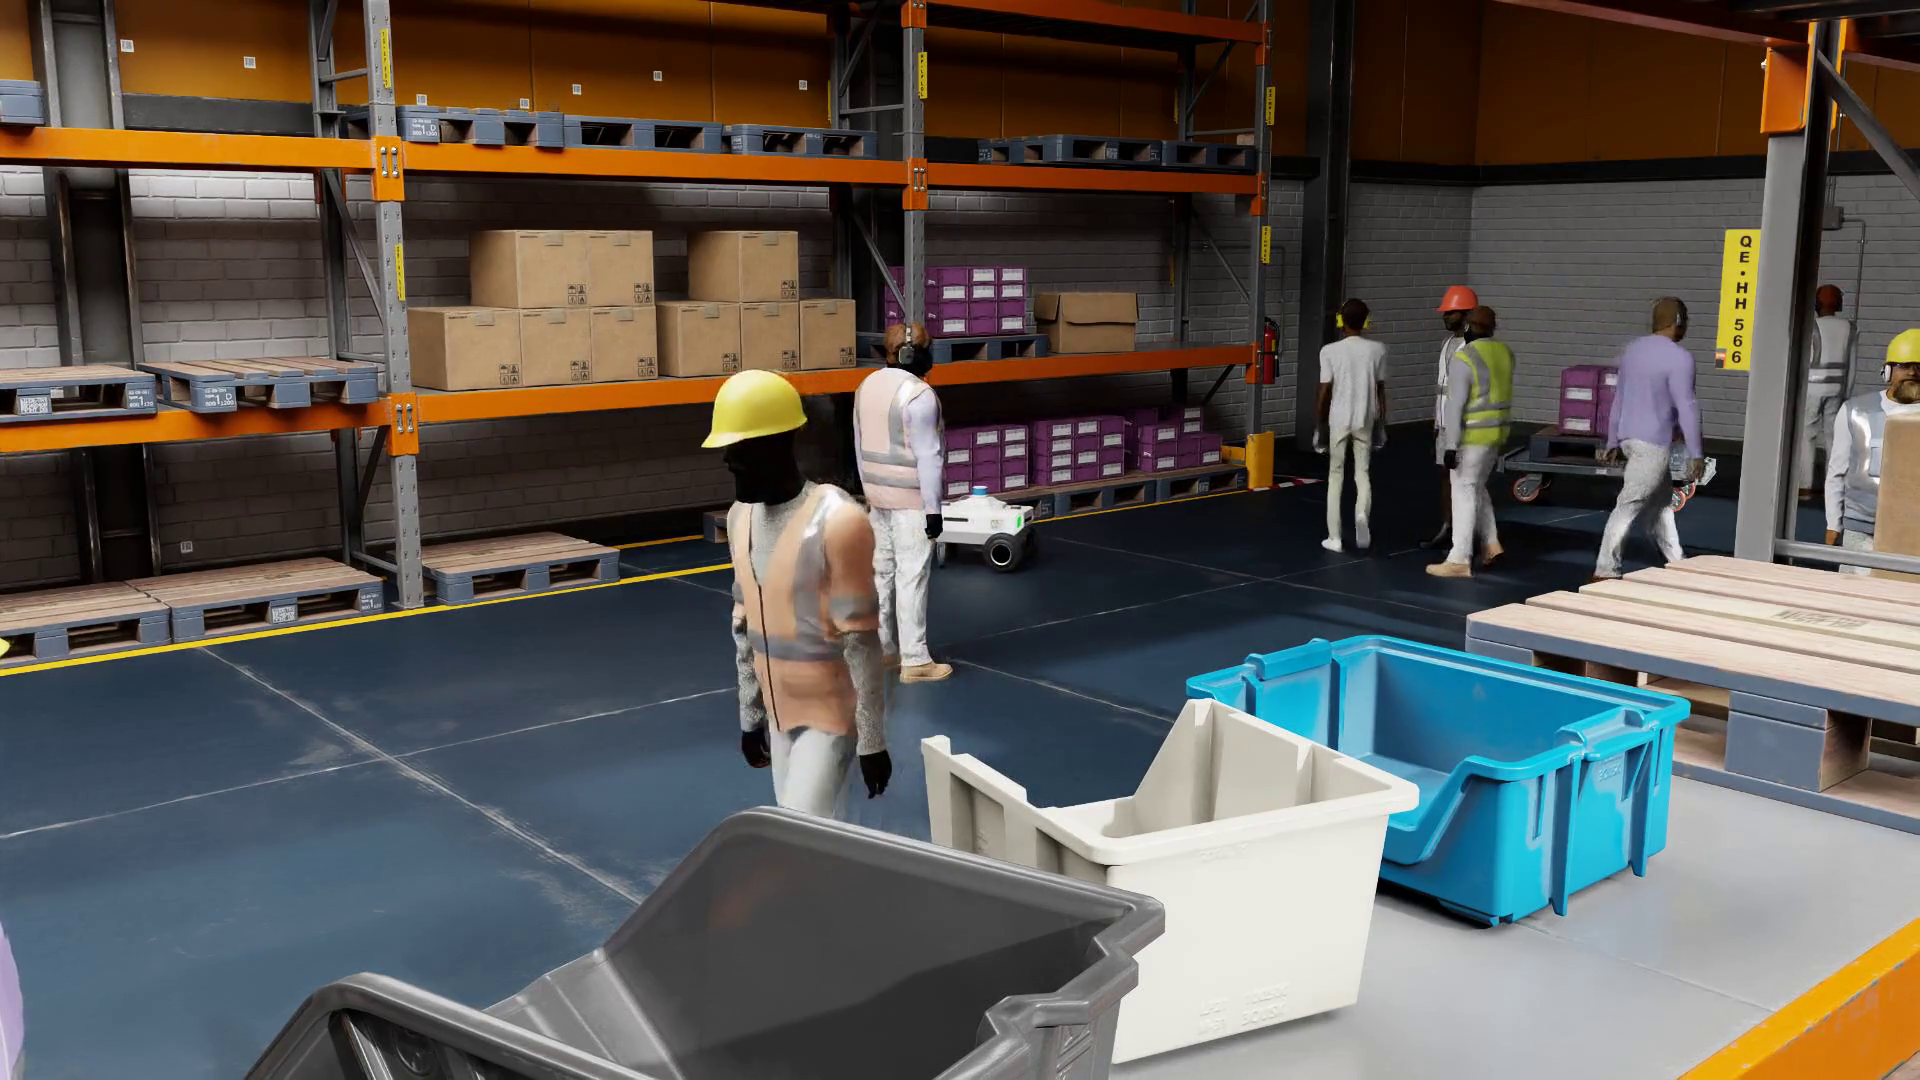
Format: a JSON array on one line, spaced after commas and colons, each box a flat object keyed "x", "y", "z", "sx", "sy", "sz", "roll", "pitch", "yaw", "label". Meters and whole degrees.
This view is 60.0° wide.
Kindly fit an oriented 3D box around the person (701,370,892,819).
[{"x": -0.444, "y": 0.477, "z": 4.594, "sx": 0.474, "sy": 1.899, "sz": 0.618, "roll": -8, "pitch": 13, "yaw": -38, "label": "person"}]

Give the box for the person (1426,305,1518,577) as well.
[{"x": 3.486, "y": -0.667, "z": 11.248, "sx": 0.711, "sy": 1.819, "sz": 0.432, "roll": -8, "pitch": 13, "yaw": -39, "label": "person"}]

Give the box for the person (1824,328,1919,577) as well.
[{"x": 4.449, "y": -0.086, "z": 7.942, "sx": 0.586, "sy": 1.837, "sz": 0.403, "roll": 4, "pitch": 11, "yaw": 21, "label": "person"}]

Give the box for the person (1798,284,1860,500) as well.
[{"x": 7.521, "y": -1.285, "z": 14.521, "sx": 0.583, "sy": 1.883, "sz": 0.337, "roll": -1, "pitch": 10, "yaw": -6, "label": "person"}]

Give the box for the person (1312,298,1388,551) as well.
[{"x": 2.812, "y": -0.806, "z": 11.954, "sx": 0.579, "sy": 1.847, "sz": 0.546, "roll": 0, "pitch": 10, "yaw": 2, "label": "person"}]

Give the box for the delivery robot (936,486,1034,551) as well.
[{"x": 0.139, "y": -0.132, "z": 11.529, "sx": 0.707, "sy": 0.478, "sz": 0.477, "roll": 4, "pitch": 11, "yaw": 19, "label": "delivery robot"}]

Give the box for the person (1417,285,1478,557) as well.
[{"x": 3.548, "y": -0.845, "z": 11.913, "sx": 0.367, "sy": 1.935, "sz": 0.552, "roll": -3, "pitch": 11, "yaw": -16, "label": "person"}]

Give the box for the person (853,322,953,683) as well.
[{"x": -0.280, "y": -0.196, "z": 8.552, "sx": 0.429, "sy": 1.839, "sz": 0.632, "roll": -7, "pitch": 13, "yaw": -36, "label": "person"}]

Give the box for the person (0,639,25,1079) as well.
[{"x": -1.300, "y": 0.920, "z": 2.054, "sx": 0.370, "sy": 1.928, "sz": 0.585, "roll": -3, "pitch": 10, "yaw": -15, "label": "person"}]

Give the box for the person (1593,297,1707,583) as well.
[{"x": 4.506, "y": -0.596, "z": 10.638, "sx": 0.968, "sy": 1.883, "sz": 0.717, "roll": -1, "pitch": 10, "yaw": -8, "label": "person"}]
